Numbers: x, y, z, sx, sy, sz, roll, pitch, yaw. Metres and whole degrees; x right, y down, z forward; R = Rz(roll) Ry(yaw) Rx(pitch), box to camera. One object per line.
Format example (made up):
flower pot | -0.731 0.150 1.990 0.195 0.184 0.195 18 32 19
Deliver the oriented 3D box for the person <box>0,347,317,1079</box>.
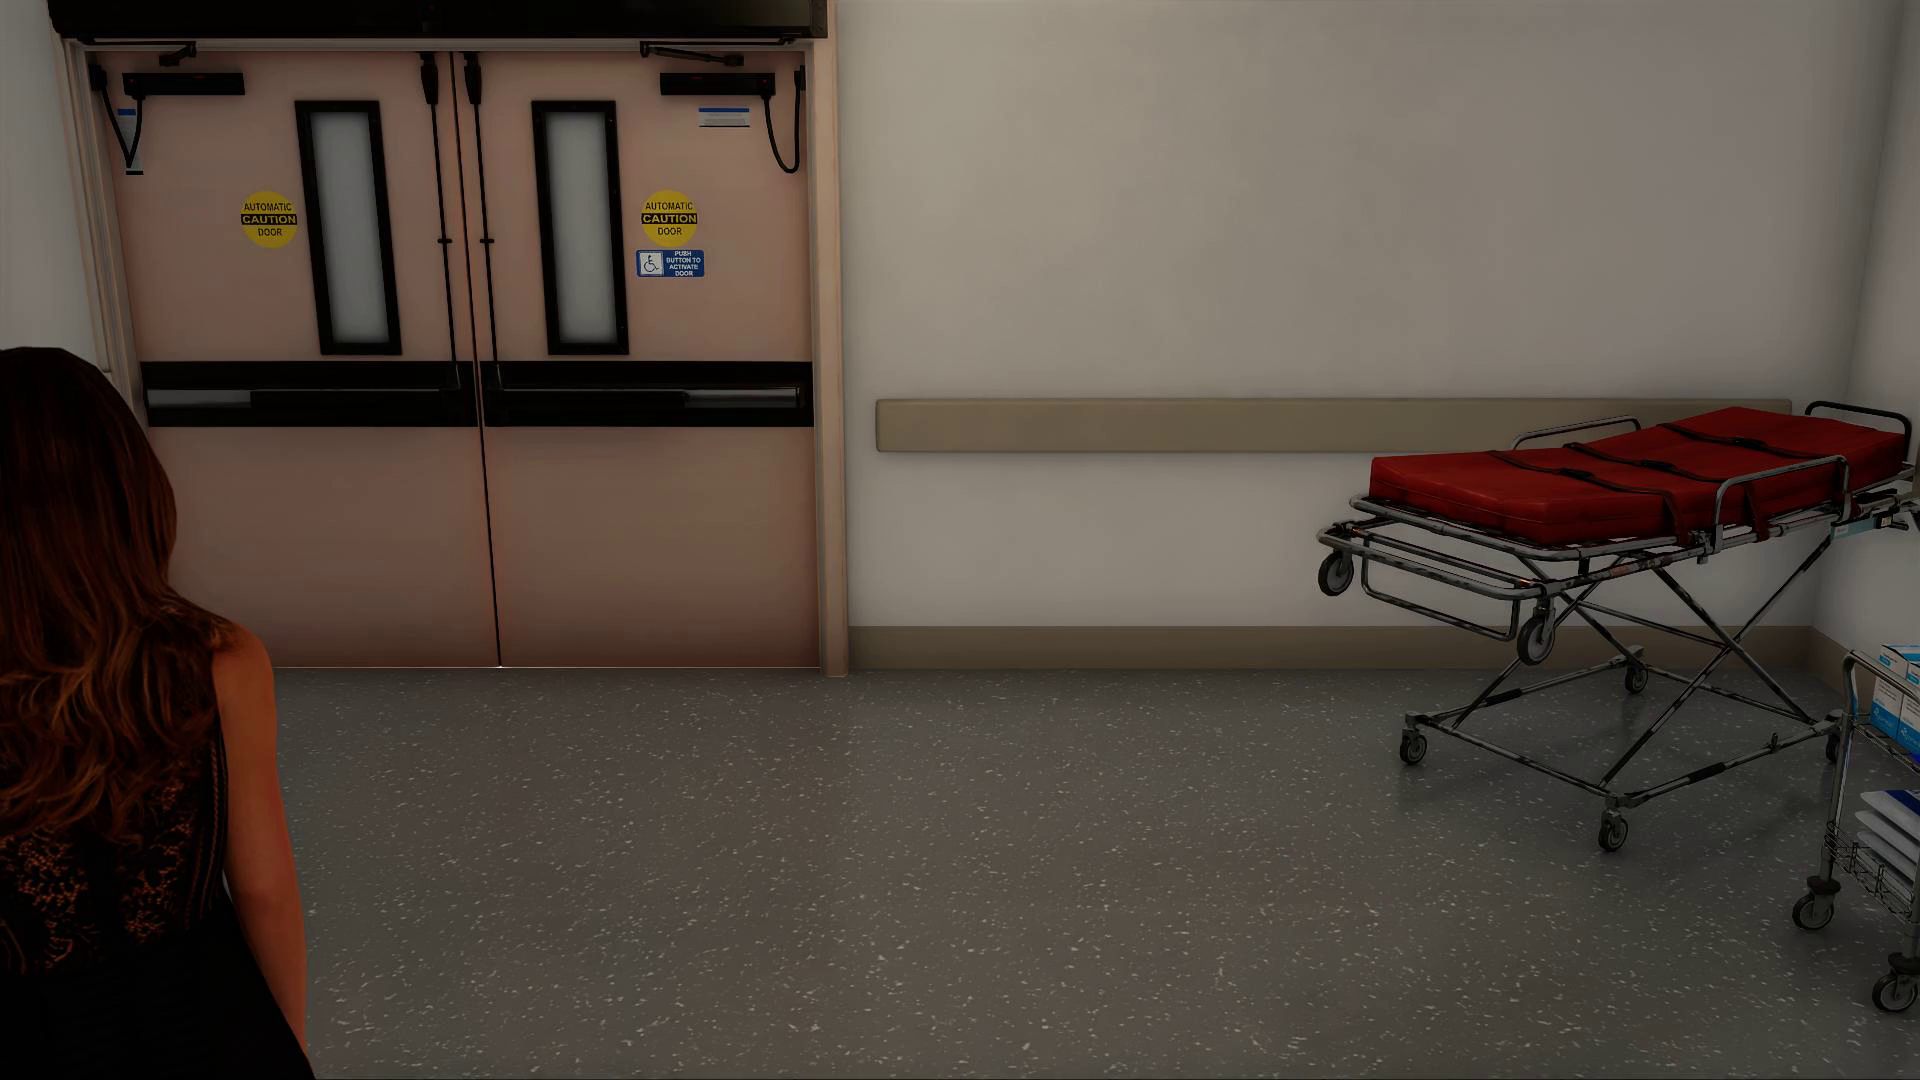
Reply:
person | -0.918 0.695 1.869 0.663 1.835 0.698 -11 19 -35
